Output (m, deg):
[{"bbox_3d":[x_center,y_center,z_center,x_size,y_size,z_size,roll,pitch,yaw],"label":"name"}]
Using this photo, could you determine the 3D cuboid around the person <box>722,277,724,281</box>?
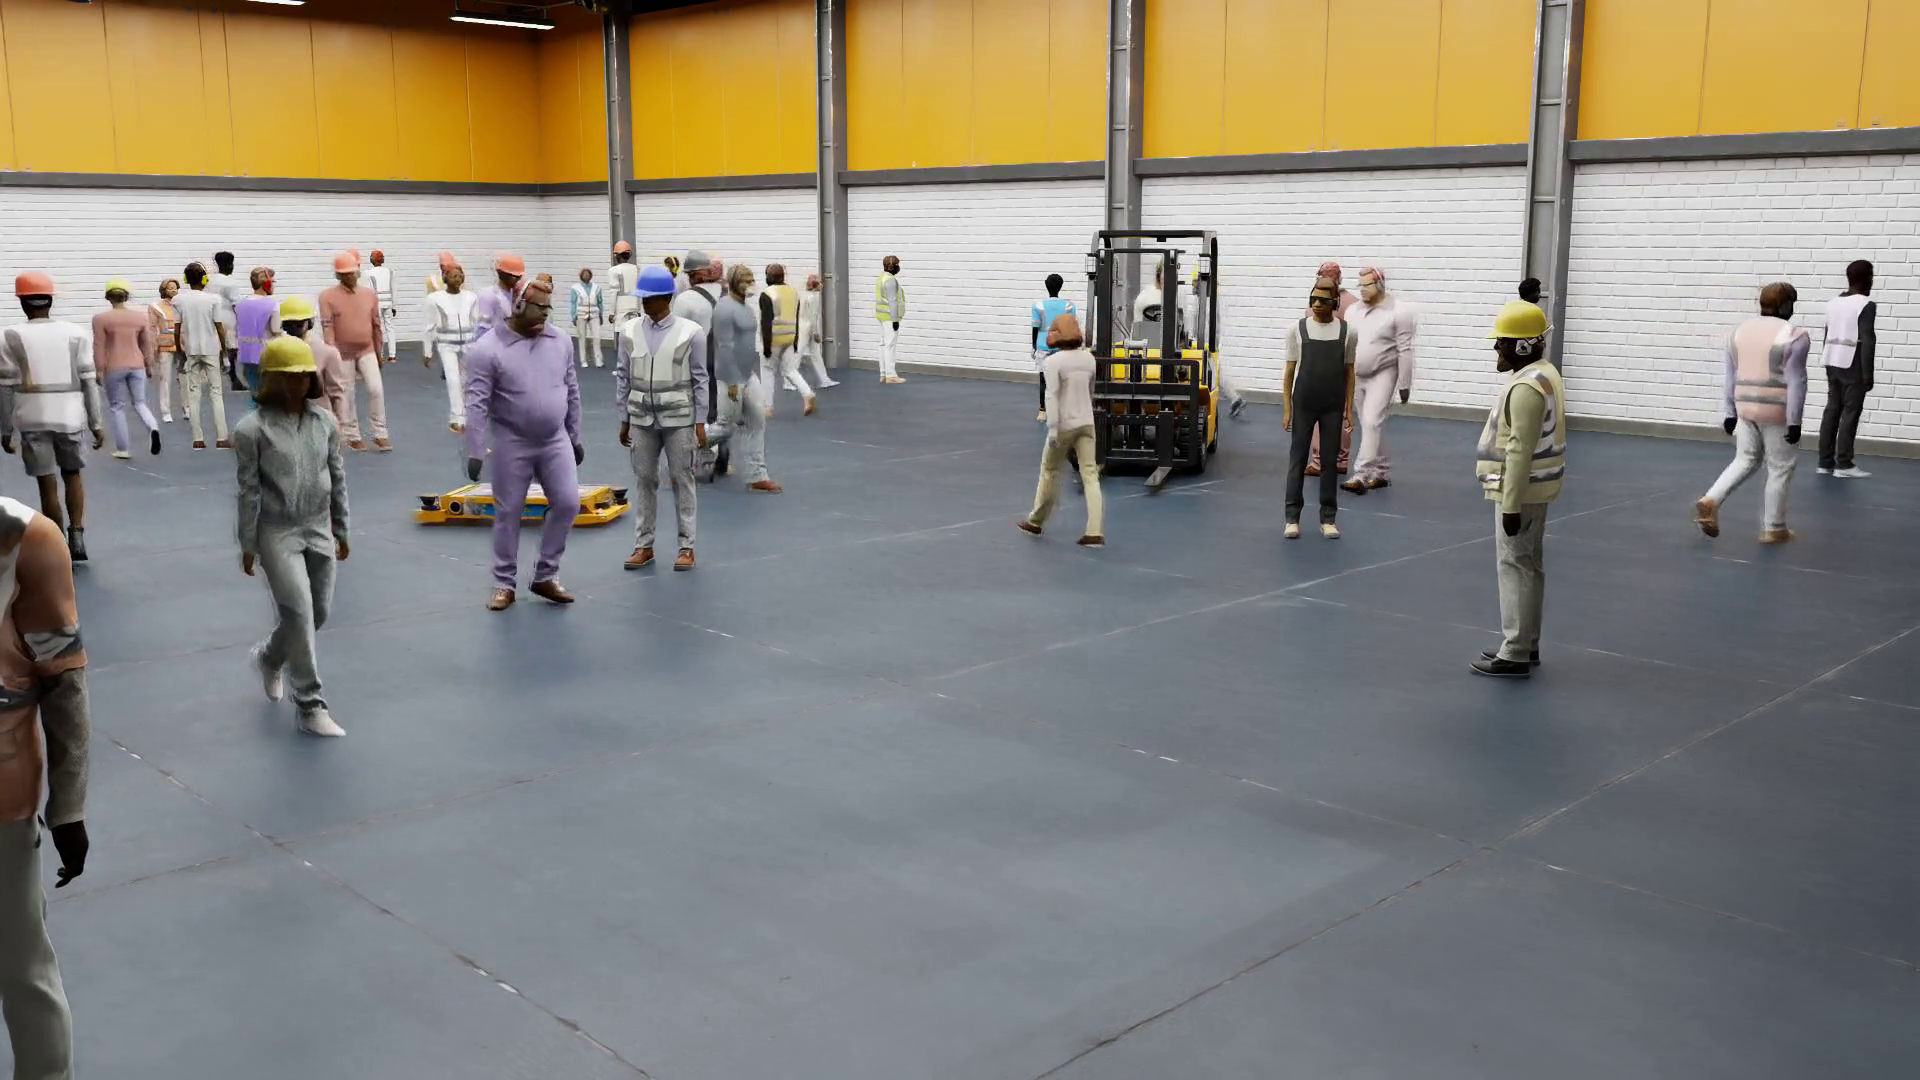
[{"bbox_3d":[-4.022,-3.693,27.512,0.514,1.587,0.850,-9,14,-40],"label":"person"}]

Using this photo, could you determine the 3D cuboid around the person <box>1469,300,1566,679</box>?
[{"bbox_3d":[2.701,-0.239,8.053,0.403,1.825,0.597,5,12,27],"label":"person"}]

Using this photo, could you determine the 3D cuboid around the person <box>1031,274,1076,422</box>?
[{"bbox_3d":[1.068,-2.189,19.021,0.541,1.695,0.316,-1,10,-6],"label":"person"}]

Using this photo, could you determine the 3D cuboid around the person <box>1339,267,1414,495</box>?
[{"bbox_3d":[3.335,-1.312,13.777,0.929,1.860,0.646,-8,13,-37],"label":"person"}]

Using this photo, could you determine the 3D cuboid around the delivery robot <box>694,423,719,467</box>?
[{"bbox_3d":[-2.306,-0.860,14.634,0.477,0.478,0.707,-1,10,-5],"label":"delivery robot"}]

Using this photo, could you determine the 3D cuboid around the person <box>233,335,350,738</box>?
[{"bbox_3d":[-2.930,-0.034,7.238,0.751,1.722,0.491,7,13,34],"label":"person"}]

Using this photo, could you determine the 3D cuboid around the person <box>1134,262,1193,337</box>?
[{"bbox_3d":[2.128,-2.023,17.644,0.624,1.880,1.072,-7,13,-35],"label":"person"}]

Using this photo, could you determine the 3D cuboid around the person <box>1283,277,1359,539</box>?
[{"bbox_3d":[2.531,-0.922,11.712,0.506,1.843,0.350,1,10,5],"label":"person"}]

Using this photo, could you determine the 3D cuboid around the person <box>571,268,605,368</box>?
[{"bbox_3d":[-5.954,-3.549,26.679,0.543,1.605,0.781,-5,11,-25],"label":"person"}]

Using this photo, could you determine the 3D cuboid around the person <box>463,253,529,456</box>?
[{"bbox_3d":[-4.346,-1.757,15.937,1.084,1.957,0.672,1,10,6],"label":"person"}]

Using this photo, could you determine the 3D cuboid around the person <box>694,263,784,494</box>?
[{"bbox_3d":[-1.914,-1.329,13.766,0.871,1.916,0.641,4,11,19],"label":"person"}]

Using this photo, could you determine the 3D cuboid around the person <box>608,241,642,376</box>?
[{"bbox_3d":[-5.087,-3.500,25.223,0.374,2.044,0.607,8,13,37],"label":"person"}]

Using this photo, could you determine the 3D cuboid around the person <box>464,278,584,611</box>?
[{"bbox_3d":[-2.467,-0.537,9.493,0.749,1.885,0.504,-8,13,-36],"label":"person"}]

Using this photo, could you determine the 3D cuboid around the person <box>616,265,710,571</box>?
[{"bbox_3d":[-1.897,-0.769,10.604,0.604,1.942,0.402,2,11,11],"label":"person"}]

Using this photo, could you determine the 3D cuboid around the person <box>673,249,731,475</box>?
[{"bbox_3d":[-2.369,-1.628,15.022,0.954,2.000,0.701,9,14,42],"label":"person"}]

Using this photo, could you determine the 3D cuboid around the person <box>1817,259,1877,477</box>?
[{"bbox_3d":[7.867,-1.515,14.744,0.380,1.917,0.595,-1,10,-8],"label":"person"}]

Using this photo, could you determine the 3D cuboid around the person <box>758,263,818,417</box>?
[{"bbox_3d":[-2.076,-2.331,19.485,0.797,1.820,0.634,7,13,35],"label":"person"}]

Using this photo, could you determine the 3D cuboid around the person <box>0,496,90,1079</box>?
[{"bbox_3d":[-2.149,0.543,3.499,0.594,1.923,0.372,-1,10,-6],"label":"person"}]

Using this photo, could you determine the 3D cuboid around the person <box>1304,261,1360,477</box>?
[{"bbox_3d":[3.255,-1.511,14.770,0.636,1.903,0.405,-7,13,-34],"label":"person"}]

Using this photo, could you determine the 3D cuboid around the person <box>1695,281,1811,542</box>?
[{"bbox_3d":[5.514,-0.866,11.475,0.733,1.822,0.631,-5,11,-23],"label":"person"}]

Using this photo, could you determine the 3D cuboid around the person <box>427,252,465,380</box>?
[{"bbox_3d":[-7.443,-3.231,24.209,0.559,1.884,1.002,-7,13,-34],"label":"person"}]

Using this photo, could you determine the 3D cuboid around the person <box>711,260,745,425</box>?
[{"bbox_3d":[-2.751,-2.233,18.835,0.646,1.853,1.003,-9,13,-39],"label":"person"}]

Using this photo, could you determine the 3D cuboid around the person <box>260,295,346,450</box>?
[{"bbox_3d":[-4.311,-0.722,10.893,0.552,1.729,0.826,-2,11,-9],"label":"person"}]

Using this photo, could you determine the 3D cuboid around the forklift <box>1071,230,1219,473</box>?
[{"bbox_3d":[1.804,-1.825,15.677,1.214,2.155,2.313,2,11,13],"label":"forklift"}]

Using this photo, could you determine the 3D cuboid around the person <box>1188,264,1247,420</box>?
[{"bbox_3d":[2.885,-2.265,19.152,0.826,1.809,0.604,3,11,15],"label":"person"}]

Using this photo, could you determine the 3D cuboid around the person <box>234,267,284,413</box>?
[{"bbox_3d":[-6.557,-1.637,15.642,0.578,1.837,0.399,5,11,24],"label":"person"}]

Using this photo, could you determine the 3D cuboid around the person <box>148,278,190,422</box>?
[{"bbox_3d":[-9.030,-2.177,19.100,0.309,1.645,0.514,9,14,40],"label":"person"}]

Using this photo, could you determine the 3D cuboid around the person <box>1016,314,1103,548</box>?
[{"bbox_3d":[0.722,-0.765,11.547,0.506,1.586,0.832,-7,13,-35],"label":"person"}]

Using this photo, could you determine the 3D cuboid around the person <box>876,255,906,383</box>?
[{"bbox_3d":[-1.002,-3.197,24.119,0.430,1.845,0.620,-3,11,-16],"label":"person"}]

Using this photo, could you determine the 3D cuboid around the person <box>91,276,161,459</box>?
[{"bbox_3d":[-7.905,-1.620,15.784,0.588,1.743,0.528,9,13,39],"label":"person"}]

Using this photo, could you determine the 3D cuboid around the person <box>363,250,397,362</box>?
[{"bbox_3d":[-9.694,-3.894,27.813,0.356,1.883,0.574,10,14,42],"label":"person"}]

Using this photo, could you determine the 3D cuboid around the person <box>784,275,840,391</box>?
[{"bbox_3d":[-2.057,-2.847,22.893,0.828,1.579,0.520,-2,11,-8],"label":"person"}]

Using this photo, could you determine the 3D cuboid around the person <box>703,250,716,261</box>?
[{"bbox_3d":[-3.895,-3.533,25.769,0.416,1.902,0.624,4,11,23],"label":"person"}]

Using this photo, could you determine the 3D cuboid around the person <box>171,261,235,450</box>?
[{"bbox_3d":[-7.545,-1.828,16.576,0.517,1.874,0.327,-1,10,-4],"label":"person"}]

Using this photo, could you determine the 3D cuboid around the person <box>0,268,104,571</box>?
[{"bbox_3d":[-5.793,-0.753,10.569,0.576,1.921,0.452,-8,13,-38],"label":"person"}]

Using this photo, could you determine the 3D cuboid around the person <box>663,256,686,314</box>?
[{"bbox_3d":[-3.950,-3.106,23.621,0.632,1.842,0.558,-1,10,-4],"label":"person"}]

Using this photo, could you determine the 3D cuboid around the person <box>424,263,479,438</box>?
[{"bbox_3d":[-5.320,-2.007,17.650,0.628,1.829,0.980,-8,13,-38],"label":"person"}]

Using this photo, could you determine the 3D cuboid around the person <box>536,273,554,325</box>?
[{"bbox_3d":[-5.549,-2.742,22.211,0.271,1.631,0.507,1,10,4],"label":"person"}]

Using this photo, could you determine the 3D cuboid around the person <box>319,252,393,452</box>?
[{"bbox_3d":[-5.881,-1.812,16.233,0.615,1.958,0.818,-7,13,-35],"label":"person"}]

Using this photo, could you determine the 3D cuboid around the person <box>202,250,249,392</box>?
[{"bbox_3d":[-9.931,-2.922,22.371,0.602,1.943,0.750,6,12,30],"label":"person"}]

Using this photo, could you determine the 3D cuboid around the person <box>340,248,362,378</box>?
[{"bbox_3d":[-9.068,-3.394,24.940,0.397,1.940,0.812,-2,11,-8],"label":"person"}]

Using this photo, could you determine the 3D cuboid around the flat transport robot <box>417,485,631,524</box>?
[{"bbox_3d":[-3.263,-0.279,12.495,1.431,0.197,0.652,1,10,5],"label":"flat transport robot"}]

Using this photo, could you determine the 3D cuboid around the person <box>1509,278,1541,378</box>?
[{"bbox_3d":[5.935,-1.912,17.545,0.320,1.691,0.532,3,11,17],"label":"person"}]
